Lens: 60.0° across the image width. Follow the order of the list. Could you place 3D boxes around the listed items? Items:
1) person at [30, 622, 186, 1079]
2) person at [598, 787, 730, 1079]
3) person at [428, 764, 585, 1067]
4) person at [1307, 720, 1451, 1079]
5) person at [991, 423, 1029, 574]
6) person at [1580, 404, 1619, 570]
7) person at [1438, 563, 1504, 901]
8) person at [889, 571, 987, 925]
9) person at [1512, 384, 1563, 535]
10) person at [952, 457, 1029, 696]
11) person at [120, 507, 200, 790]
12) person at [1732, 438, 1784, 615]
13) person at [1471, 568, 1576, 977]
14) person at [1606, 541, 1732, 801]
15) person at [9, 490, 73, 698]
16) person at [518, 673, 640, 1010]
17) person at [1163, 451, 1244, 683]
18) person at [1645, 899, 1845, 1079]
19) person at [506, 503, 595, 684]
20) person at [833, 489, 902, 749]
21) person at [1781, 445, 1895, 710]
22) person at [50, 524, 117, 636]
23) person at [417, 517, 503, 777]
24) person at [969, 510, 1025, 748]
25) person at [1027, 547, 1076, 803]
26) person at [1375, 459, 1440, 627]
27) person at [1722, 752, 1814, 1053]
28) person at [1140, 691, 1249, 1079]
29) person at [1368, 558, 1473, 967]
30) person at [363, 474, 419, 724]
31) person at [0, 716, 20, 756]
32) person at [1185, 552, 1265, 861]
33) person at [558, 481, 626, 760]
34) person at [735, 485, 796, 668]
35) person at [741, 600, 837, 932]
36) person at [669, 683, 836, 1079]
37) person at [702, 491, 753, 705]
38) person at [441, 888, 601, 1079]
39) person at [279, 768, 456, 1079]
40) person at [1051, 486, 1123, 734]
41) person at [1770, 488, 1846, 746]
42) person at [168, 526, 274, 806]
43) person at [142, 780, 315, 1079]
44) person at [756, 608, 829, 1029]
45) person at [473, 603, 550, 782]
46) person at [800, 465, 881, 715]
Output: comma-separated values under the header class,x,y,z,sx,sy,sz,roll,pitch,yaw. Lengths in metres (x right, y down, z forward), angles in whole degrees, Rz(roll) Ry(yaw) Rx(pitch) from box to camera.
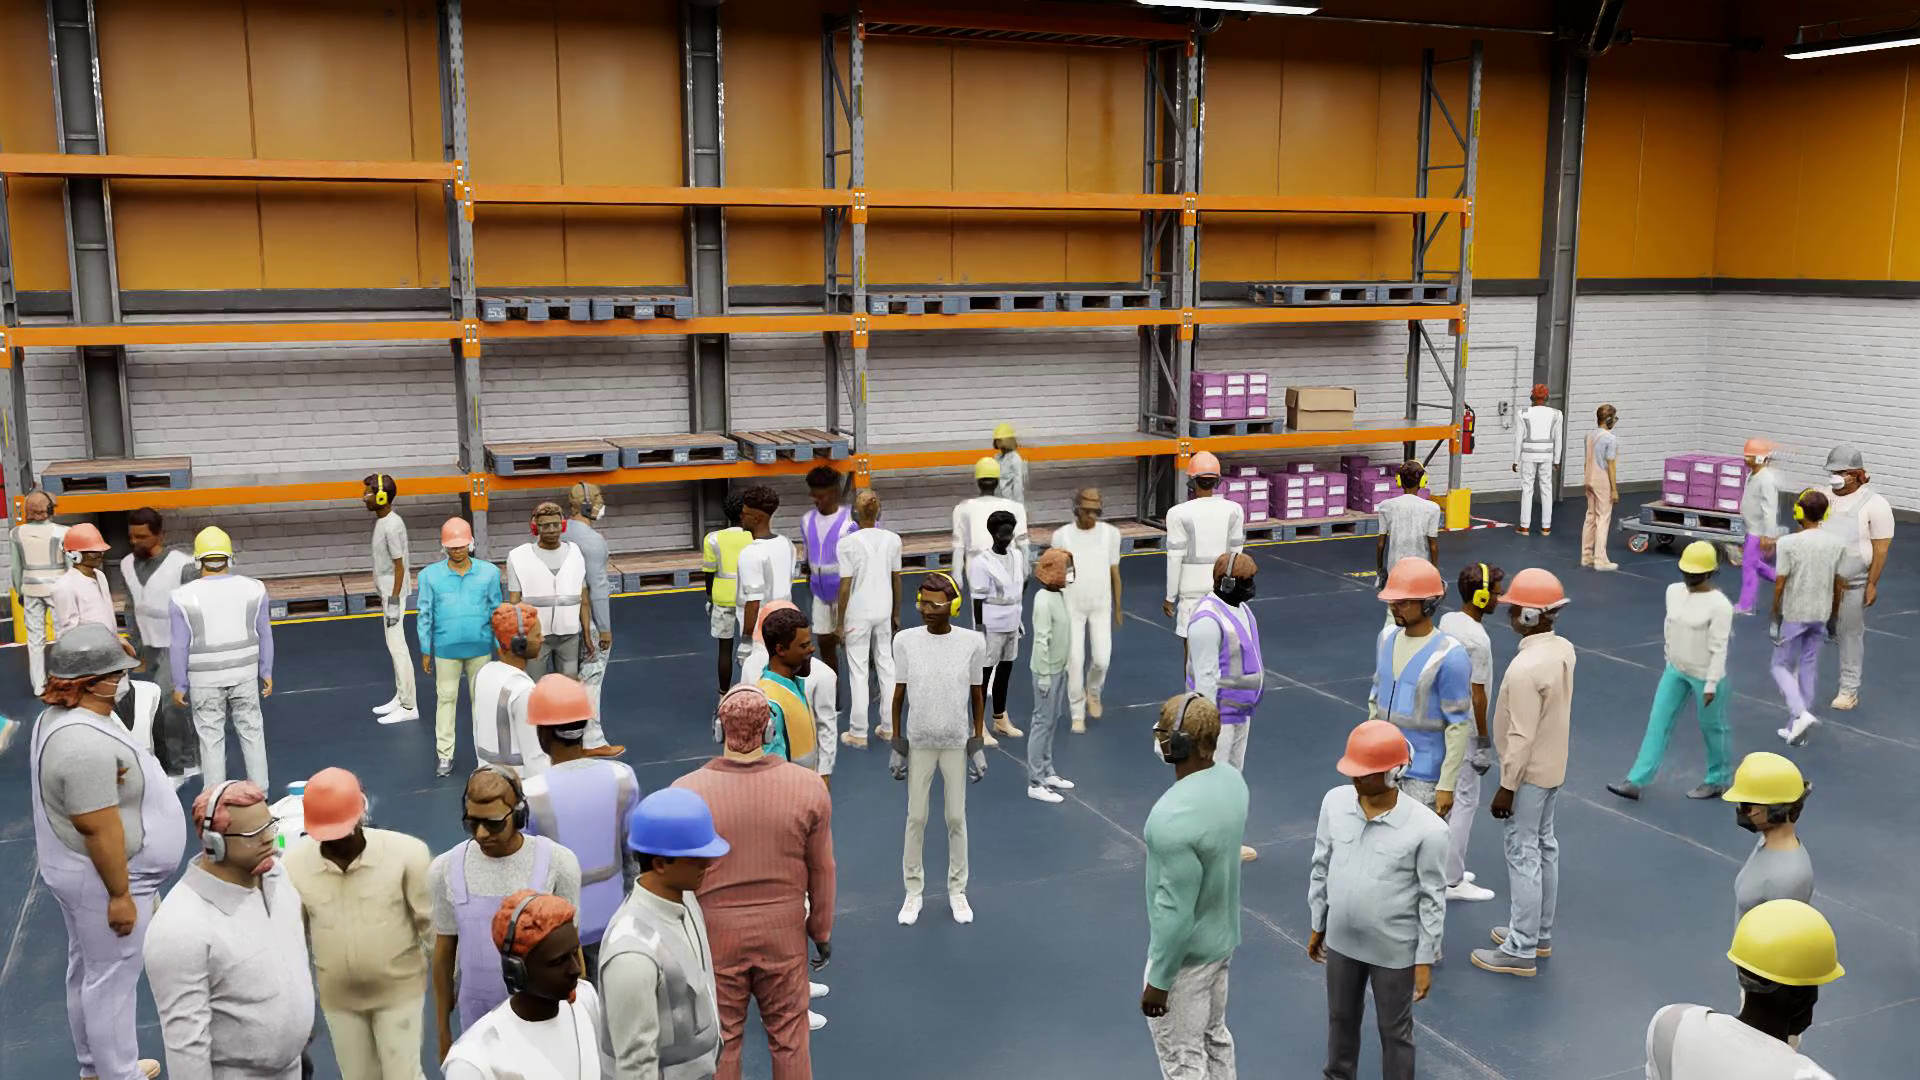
class,x,y,z,sx,sy,sz,roll,pitch,yaw
person,-3.430,1.329,6.758,0.536,2.000,0.672,-8,13,-39
person,-0.884,1.682,5.016,0.415,1.941,0.608,1,10,4
person,-1.518,1.632,5.620,0.518,1.835,0.357,0,10,-2
person,1.578,1.535,6.410,0.563,1.746,0.333,9,13,43
person,0.453,-0.362,17.390,0.350,1.732,0.490,-5,11,-25
person,7.082,-0.580,18.361,0.372,1.836,0.506,-2,10,-13
person,2.741,1.033,9.006,0.338,1.857,0.525,-1,10,-8
person,-0.115,1.084,8.679,0.513,1.866,0.328,0,10,-3
person,7.137,-0.992,20.586,0.576,1.881,0.354,1,10,7
person,0.237,0.276,13.336,0.596,1.869,1.037,1,10,7
person,-5.164,0.720,10.729,0.647,1.879,0.735,4,11,24
person,7.756,-0.124,16.023,0.626,1.733,0.575,2,10,10
person,2.765,1.119,8.098,0.375,1.995,0.611,7,12,36
person,4.549,0.847,10.444,0.914,1.710,0.542,-4,11,-23
person,-7.182,0.429,13.095,0.515,1.640,0.315,0,10,-1
person,-1.487,1.457,6.364,0.546,1.927,0.389,-8,13,-40
person,1.790,0.360,12.329,0.608,2.045,0.391,-3,10,-15
person,1.993,1.831,4.233,0.384,1.921,0.586,-5,11,-28
person,-2.753,0.654,11.202,0.564,1.847,0.388,-6,11,-29
person,-0.653,0.556,11.770,0.520,1.844,0.330,-6,12,-31
person,6.735,0.275,12.830,0.538,2.000,0.687,-7,12,-34
person,-5.665,0.758,10.872,0.326,1.751,0.559,-1,10,-4
person,-3.333,0.708,11.158,0.573,1.749,0.343,-4,11,-23
person,0.274,0.618,11.843,0.317,1.695,0.540,8,13,39
person,0.595,0.849,10.695,0.274,1.632,0.503,3,10,19
person,3.586,0.284,13.313,0.510,1.860,0.333,5,11,29
person,2.855,1.614,5.937,0.345,1.758,0.531,4,10,20
person,0.833,1.498,6.076,0.359,1.938,0.635,5,11,29
person,2.184,1.091,8.126,0.378,2.040,0.614,-5,11,-26
person,-4.261,0.432,12.418,0.310,1.868,0.532,-4,11,-23
person,-6.619,0.698,10.996,0.544,1.828,0.633,5,11,28
person,1.504,0.972,9.426,0.429,1.836,0.629,6,11,30
person,-2.594,0.556,11.501,0.354,1.937,0.635,-8,13,-39
person,-1.318,0.607,11.125,0.361,1.964,0.617,4,11,21
person,-0.913,1.157,8.595,0.560,1.743,0.337,4,11,22
person,-0.799,1.477,6.291,0.654,1.906,0.406,-2,10,-14
person,-1.687,0.469,12.700,0.542,1.695,0.316,0,10,-2
person,-1.092,1.824,4.359,0.356,1.883,0.573,4,10,20
person,-2.143,1.623,5.990,0.596,1.714,0.457,-1,10,-4
person,0.917,0.507,12.090,0.546,1.828,0.431,0,10,1
person,5.979,0.566,11.704,0.528,1.856,0.536,0,10,0
person,-4.546,0.826,10.253,0.600,1.830,0.404,-8,13,-38
person,-2.206,1.669,5.183,0.399,1.910,0.643,1,10,6
person,-0.806,1.247,7.579,0.391,1.920,0.593,0,10,-2
person,-2.078,1.222,7.825,0.337,1.882,0.584,-8,13,-38
person,-0.889,0.380,12.555,0.629,1.935,0.659,6,12,33
